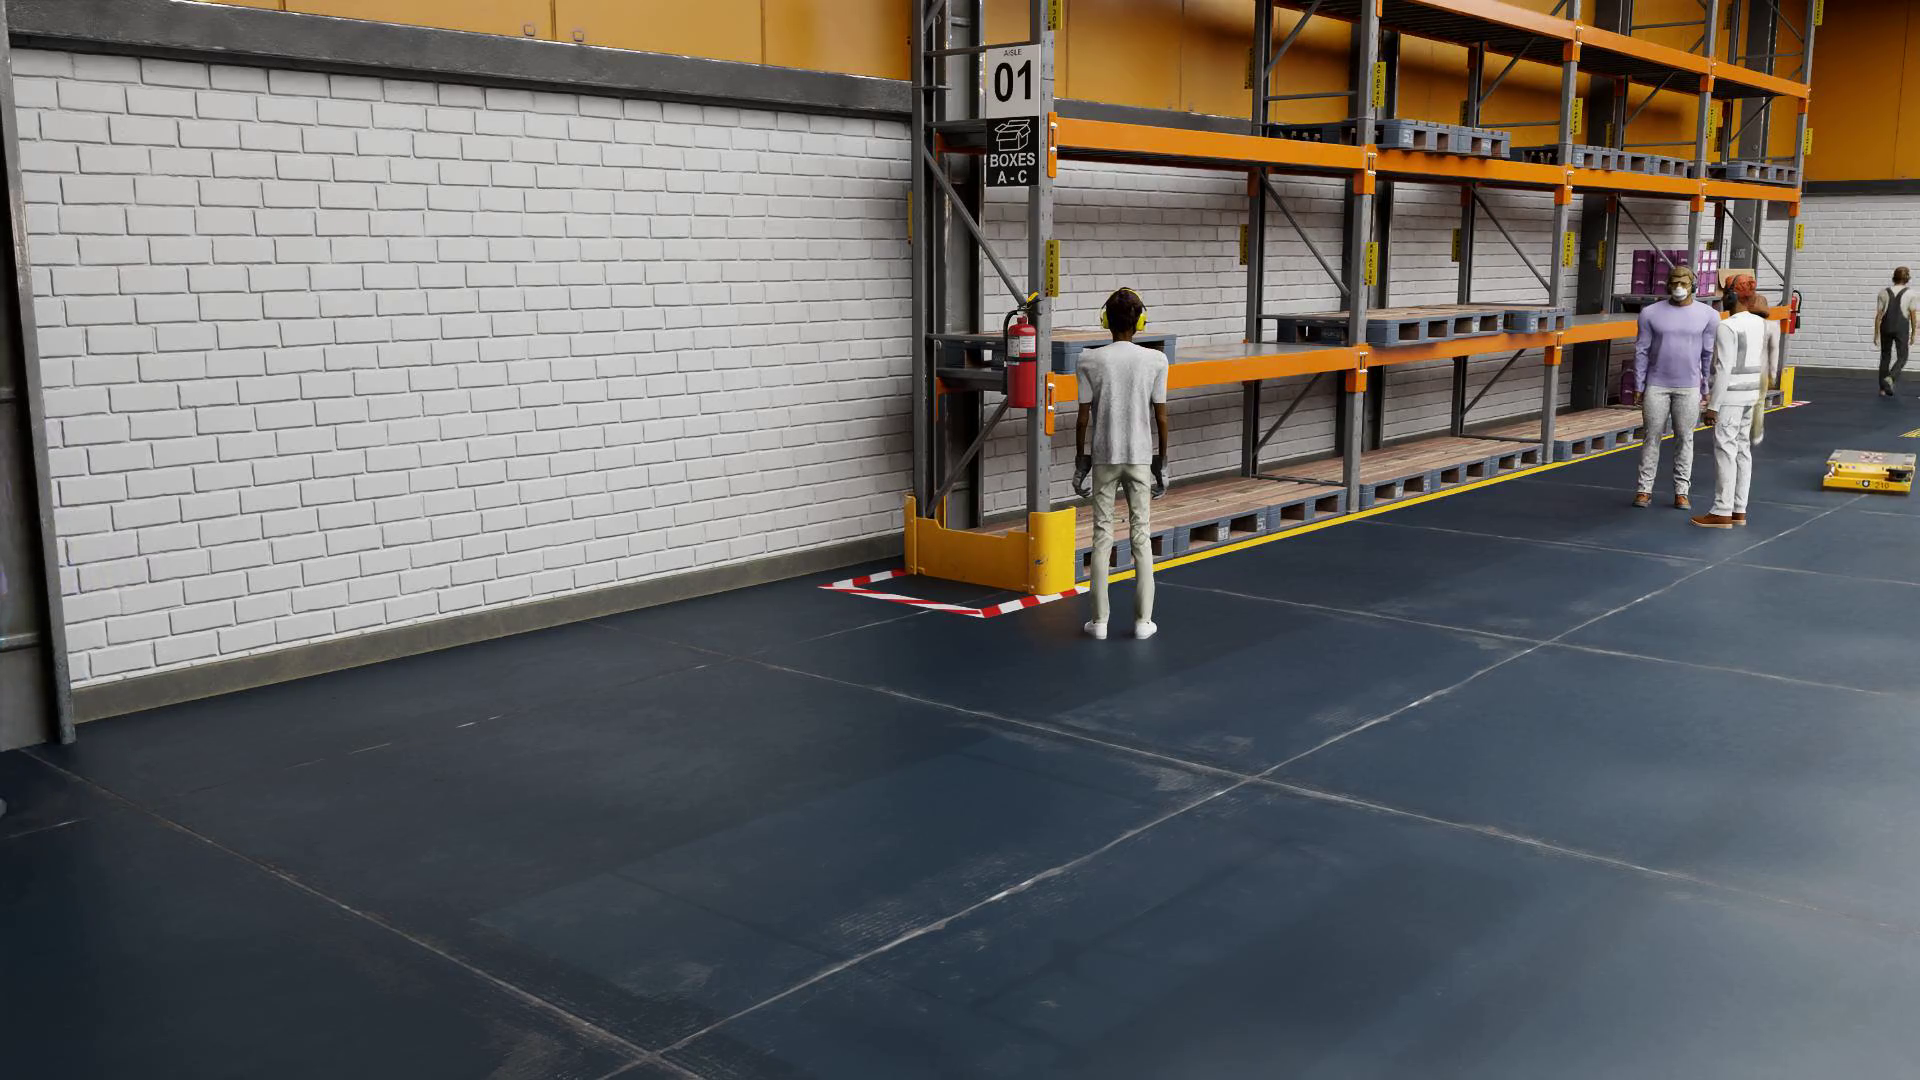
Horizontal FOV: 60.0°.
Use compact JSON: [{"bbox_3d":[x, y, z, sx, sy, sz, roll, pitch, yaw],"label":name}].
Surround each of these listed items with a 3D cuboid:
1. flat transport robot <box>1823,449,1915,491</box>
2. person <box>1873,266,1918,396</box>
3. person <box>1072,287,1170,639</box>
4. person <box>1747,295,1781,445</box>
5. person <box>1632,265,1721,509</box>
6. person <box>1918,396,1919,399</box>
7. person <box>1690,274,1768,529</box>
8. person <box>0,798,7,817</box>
[{"bbox_3d":[8.046,-0.627,14.685,0.652,0.197,1.431,6,12,31],"label":"flat transport robot"},{"bbox_3d":[12.970,-2.885,23.123,0.539,1.830,0.627,9,14,43],"label":"person"},{"bbox_3d":[0.855,-0.398,8.834,0.521,1.871,0.325,0,10,2],"label":"person"},{"bbox_3d":[8.208,-1.738,17.250,0.516,1.577,0.869,7,12,33],"label":"person"},{"bbox_3d":[5.695,-1.212,13.274,0.629,1.940,0.373,4,11,23],"label":"person"},{"bbox_3d":[13.290,-2.779,22.479,0.577,1.837,0.508,2,10,10],"label":"person"},{"bbox_3d":[5.732,-1.024,12.364,0.576,1.883,0.354,-8,13,-39],"label":"person"},{"bbox_3d":[-3.472,0.218,5.442,0.600,1.829,0.455,9,14,42],"label":"person"}]
